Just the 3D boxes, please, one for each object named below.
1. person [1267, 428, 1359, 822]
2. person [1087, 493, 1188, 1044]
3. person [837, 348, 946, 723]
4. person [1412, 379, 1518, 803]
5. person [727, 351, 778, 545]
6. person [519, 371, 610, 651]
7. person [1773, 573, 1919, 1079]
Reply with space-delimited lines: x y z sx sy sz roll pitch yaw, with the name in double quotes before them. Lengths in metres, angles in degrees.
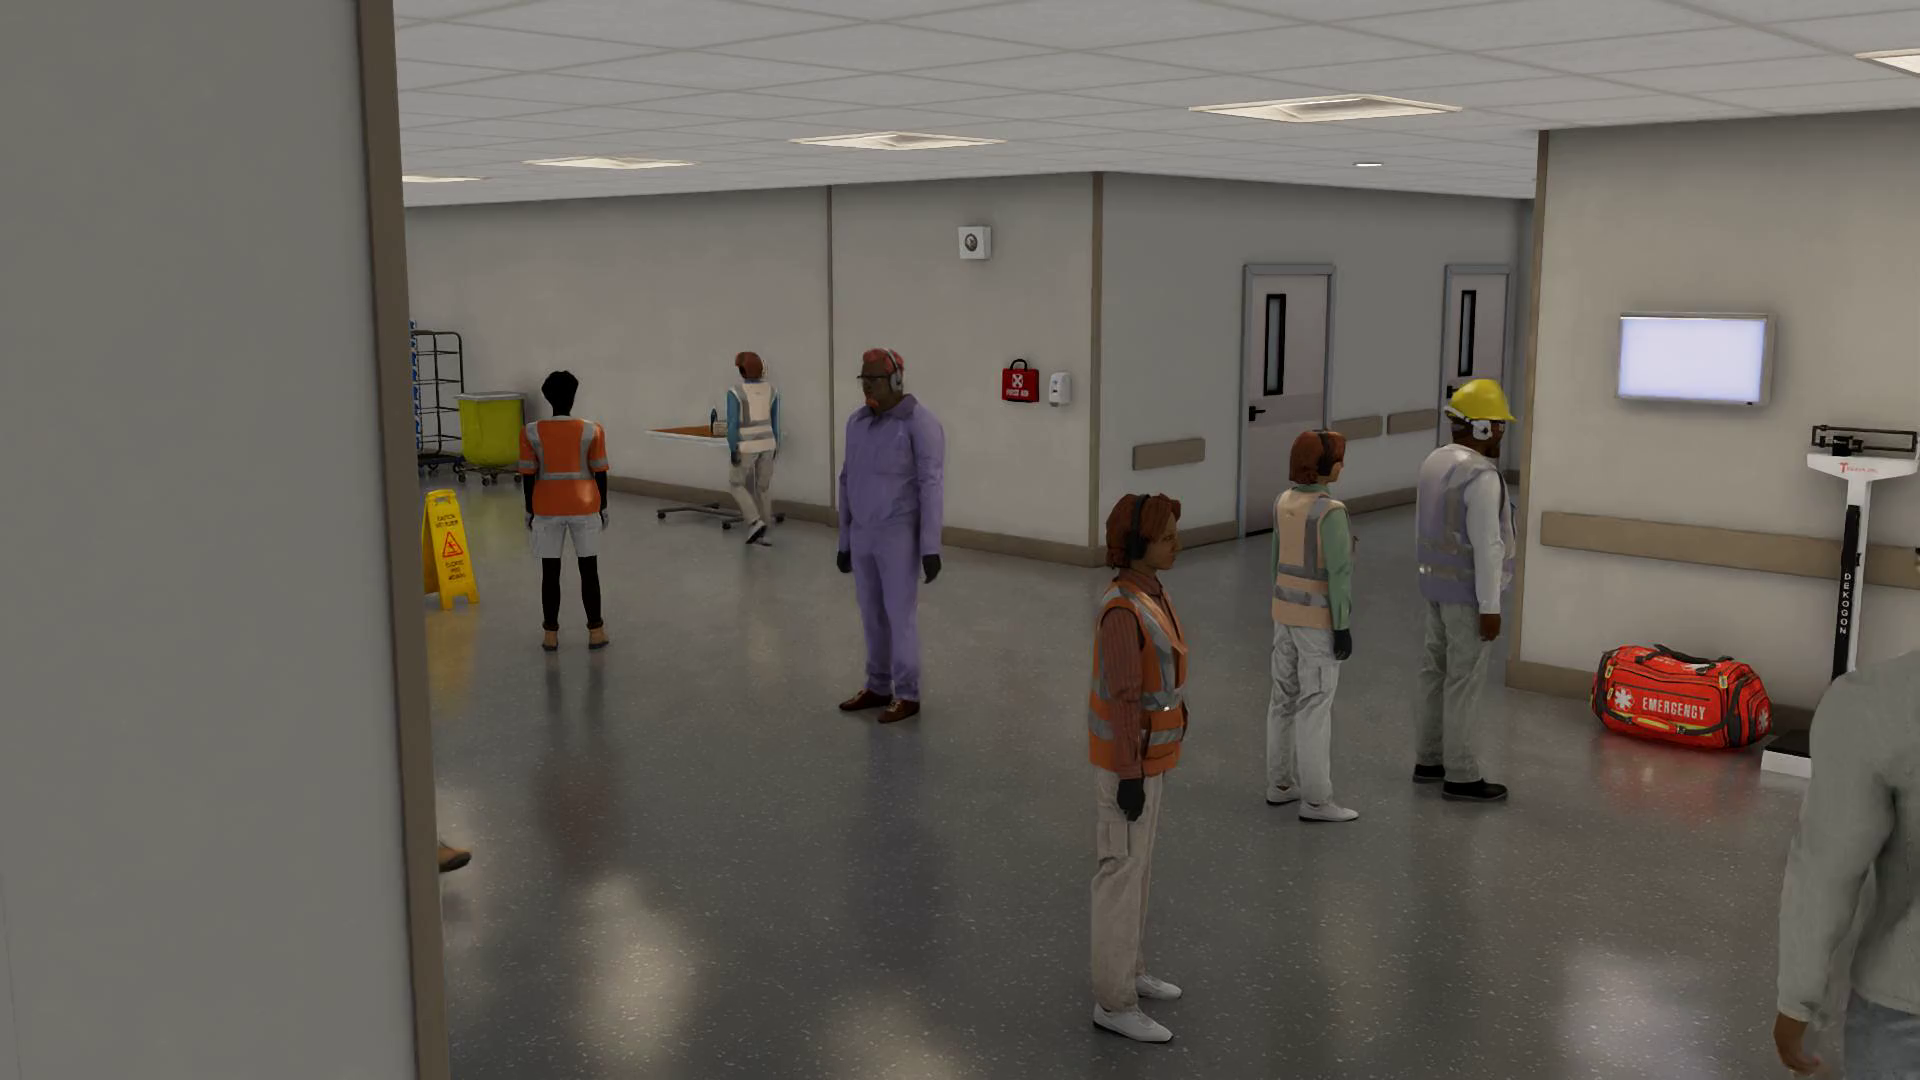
"person" 1.469 0.352 6.975 0.313 1.642 0.513 -3 10 -20
"person" 0.533 0.670 5.031 0.306 1.640 0.522 2 10 14
"person" -0.381 -0.027 8.510 0.670 1.908 0.403 8 13 42
"person" 2.200 0.216 7.237 0.404 1.827 0.600 -2 9 -10
"person" -1.713 -0.745 13.770 0.521 1.628 0.375 -8 12 -39
"person" -2.371 -0.170 10.020 0.533 1.692 0.319 -1 9 -9
"person" 1.838 0.845 3.079 0.657 1.925 0.438 0 9 -1
